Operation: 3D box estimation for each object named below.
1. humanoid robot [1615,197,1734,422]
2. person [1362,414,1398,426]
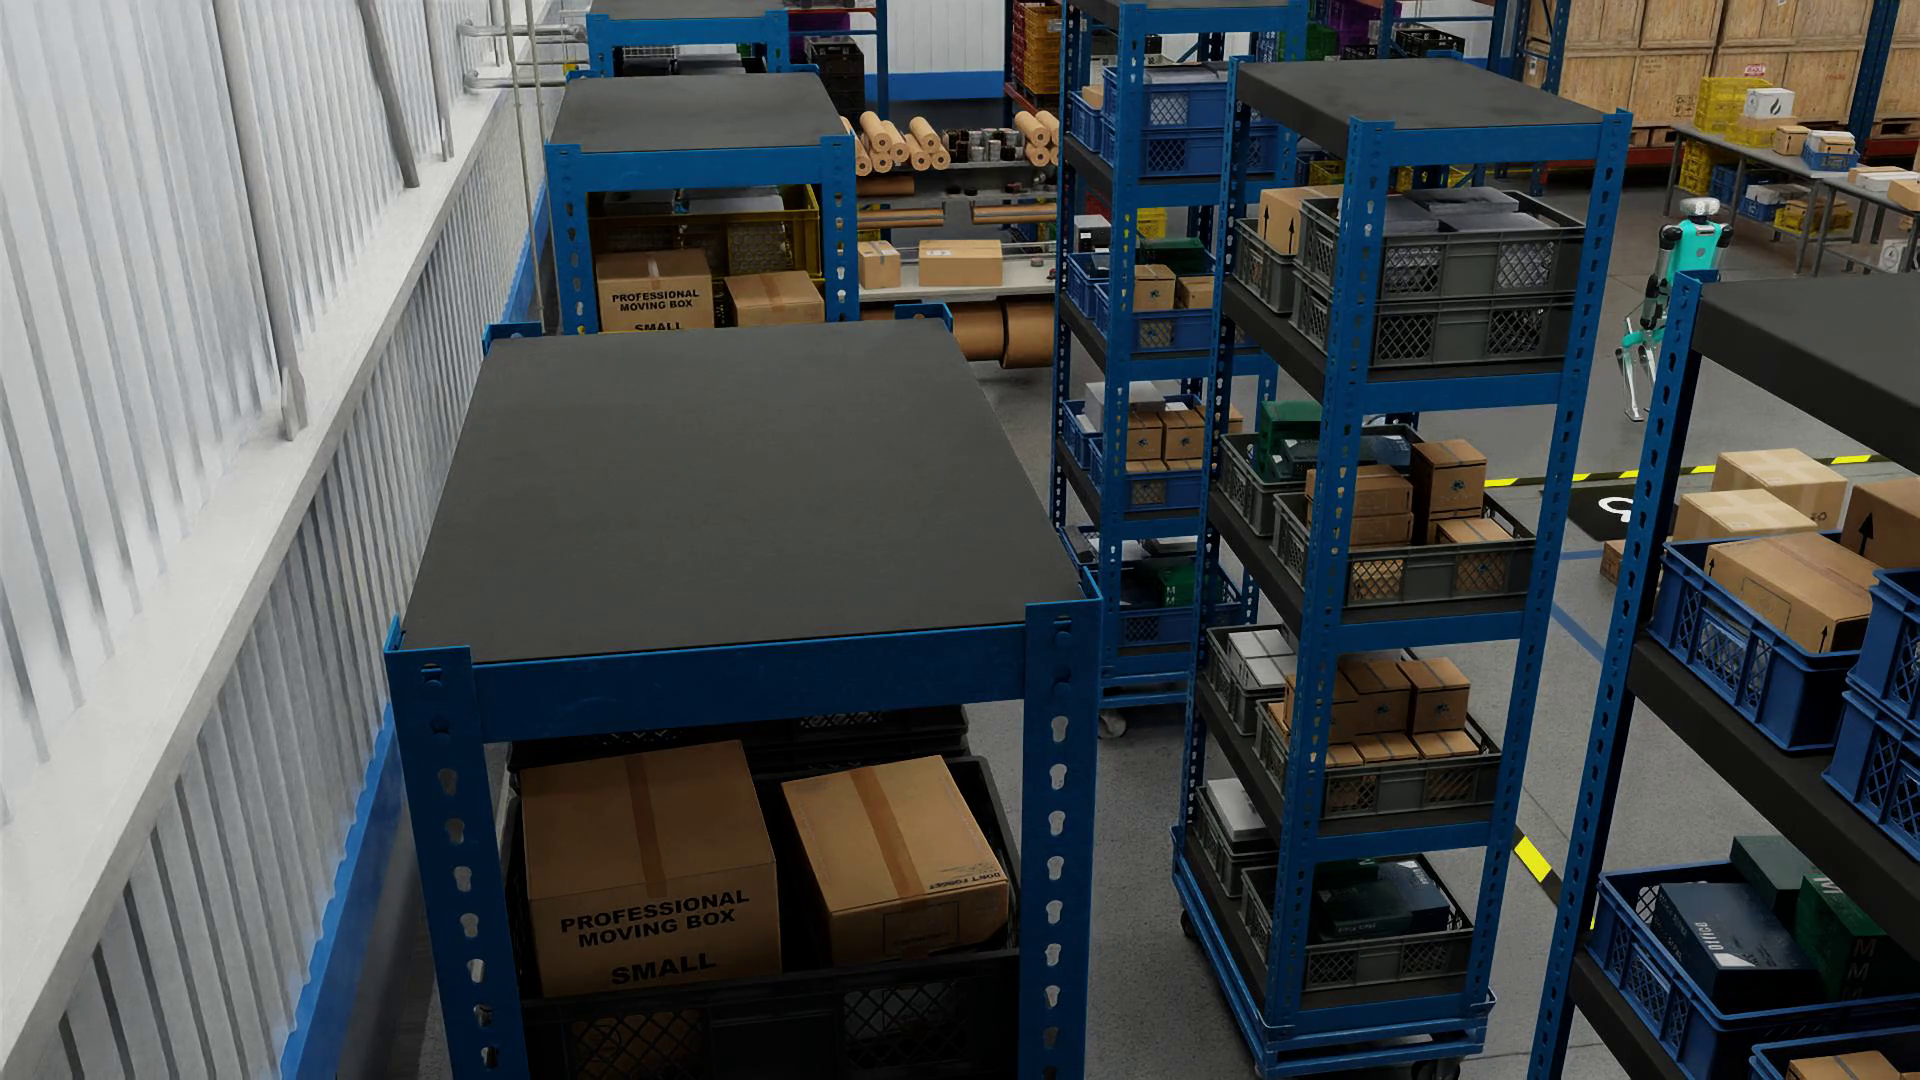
[{"bbox_3d":[5.108,-1.714,12.107,0.533,1.677,0.735,-4,25,-9],"label":"humanoid robot"},{"bbox_3d":[1.899,0.260,7.839,0.589,1.852,0.383,-4,25,-8],"label":"person"}]
